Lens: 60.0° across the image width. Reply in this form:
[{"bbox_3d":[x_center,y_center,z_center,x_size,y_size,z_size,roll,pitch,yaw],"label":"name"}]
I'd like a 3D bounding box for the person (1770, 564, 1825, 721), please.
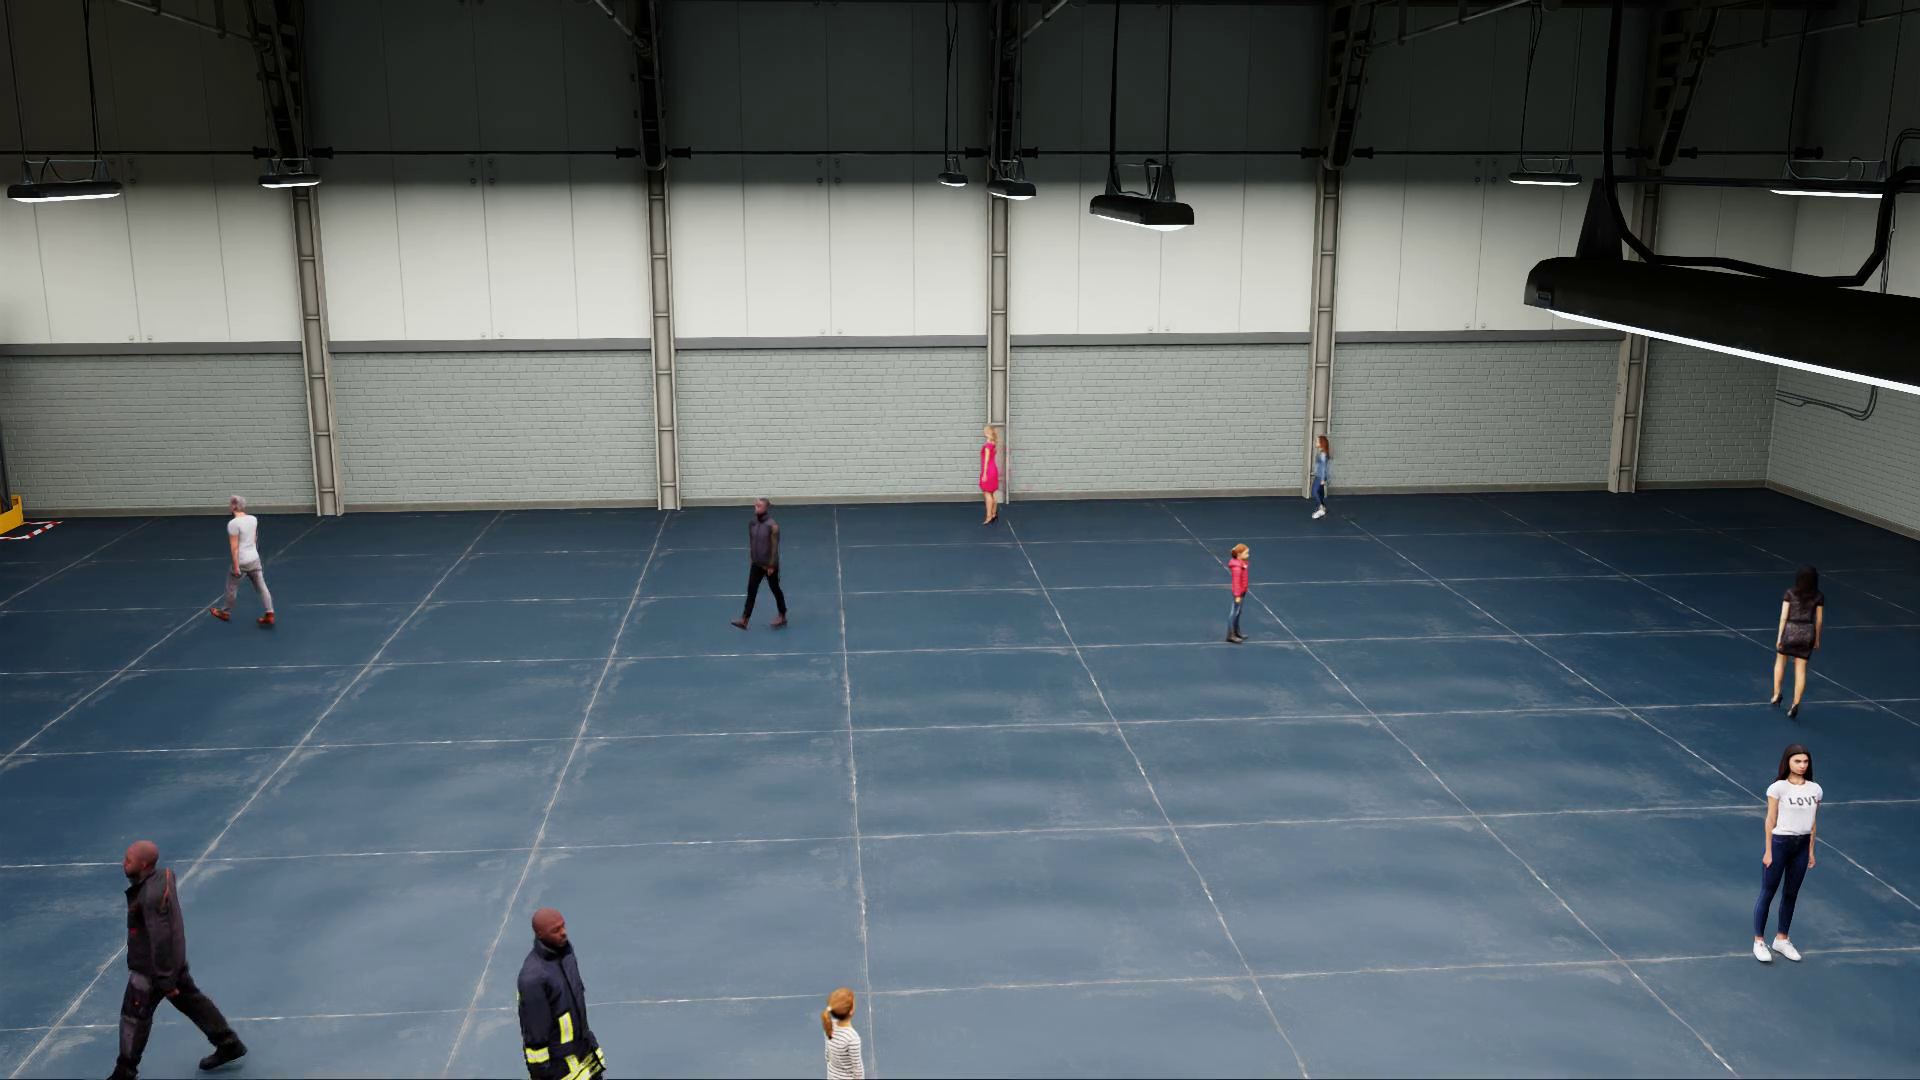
[{"bbox_3d":[9.464,1.176,18.763,0.890,1.764,0.866,3,13,14],"label":"person"}]

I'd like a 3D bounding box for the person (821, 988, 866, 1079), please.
[{"bbox_3d":[-0.722,3.375,10.263,0.628,1.315,0.574,-11,17,-41],"label":"person"}]

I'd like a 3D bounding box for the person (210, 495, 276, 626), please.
[{"bbox_3d":[-9.554,0.320,22.436,1.298,1.776,1.045,4,14,18],"label":"person"}]

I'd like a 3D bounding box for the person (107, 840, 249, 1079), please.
[{"bbox_3d":[-5.350,2.879,11.360,1.305,1.787,0.903,-4,14,-18],"label":"person"}]

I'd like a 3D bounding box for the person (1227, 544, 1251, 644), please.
[{"bbox_3d":[3.655,0.687,21.873,0.618,1.314,0.583,7,15,26],"label":"person"}]

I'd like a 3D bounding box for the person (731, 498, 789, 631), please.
[{"bbox_3d":[-2.549,0.326,22.376,1.196,1.790,1.242,10,17,38],"label":"person"}]

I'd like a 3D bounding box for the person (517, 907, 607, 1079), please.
[{"bbox_3d":[-2.585,3.105,10.331,1.003,1.810,0.893,3,13,12],"label":"person"}]

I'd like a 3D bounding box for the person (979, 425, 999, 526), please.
[{"bbox_3d":[0.549,-1.145,28.877,0.668,1.724,0.670,4,14,17],"label":"person"}]

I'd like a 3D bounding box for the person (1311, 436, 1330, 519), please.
[{"bbox_3d":[6.413,-1.100,29.249,0.580,1.469,0.614,2,13,7],"label":"person"}]

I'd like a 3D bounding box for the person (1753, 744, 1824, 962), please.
[{"bbox_3d":[6.541,2.463,13.180,0.447,1.775,0.642,-2,13,-6],"label":"person"}]
